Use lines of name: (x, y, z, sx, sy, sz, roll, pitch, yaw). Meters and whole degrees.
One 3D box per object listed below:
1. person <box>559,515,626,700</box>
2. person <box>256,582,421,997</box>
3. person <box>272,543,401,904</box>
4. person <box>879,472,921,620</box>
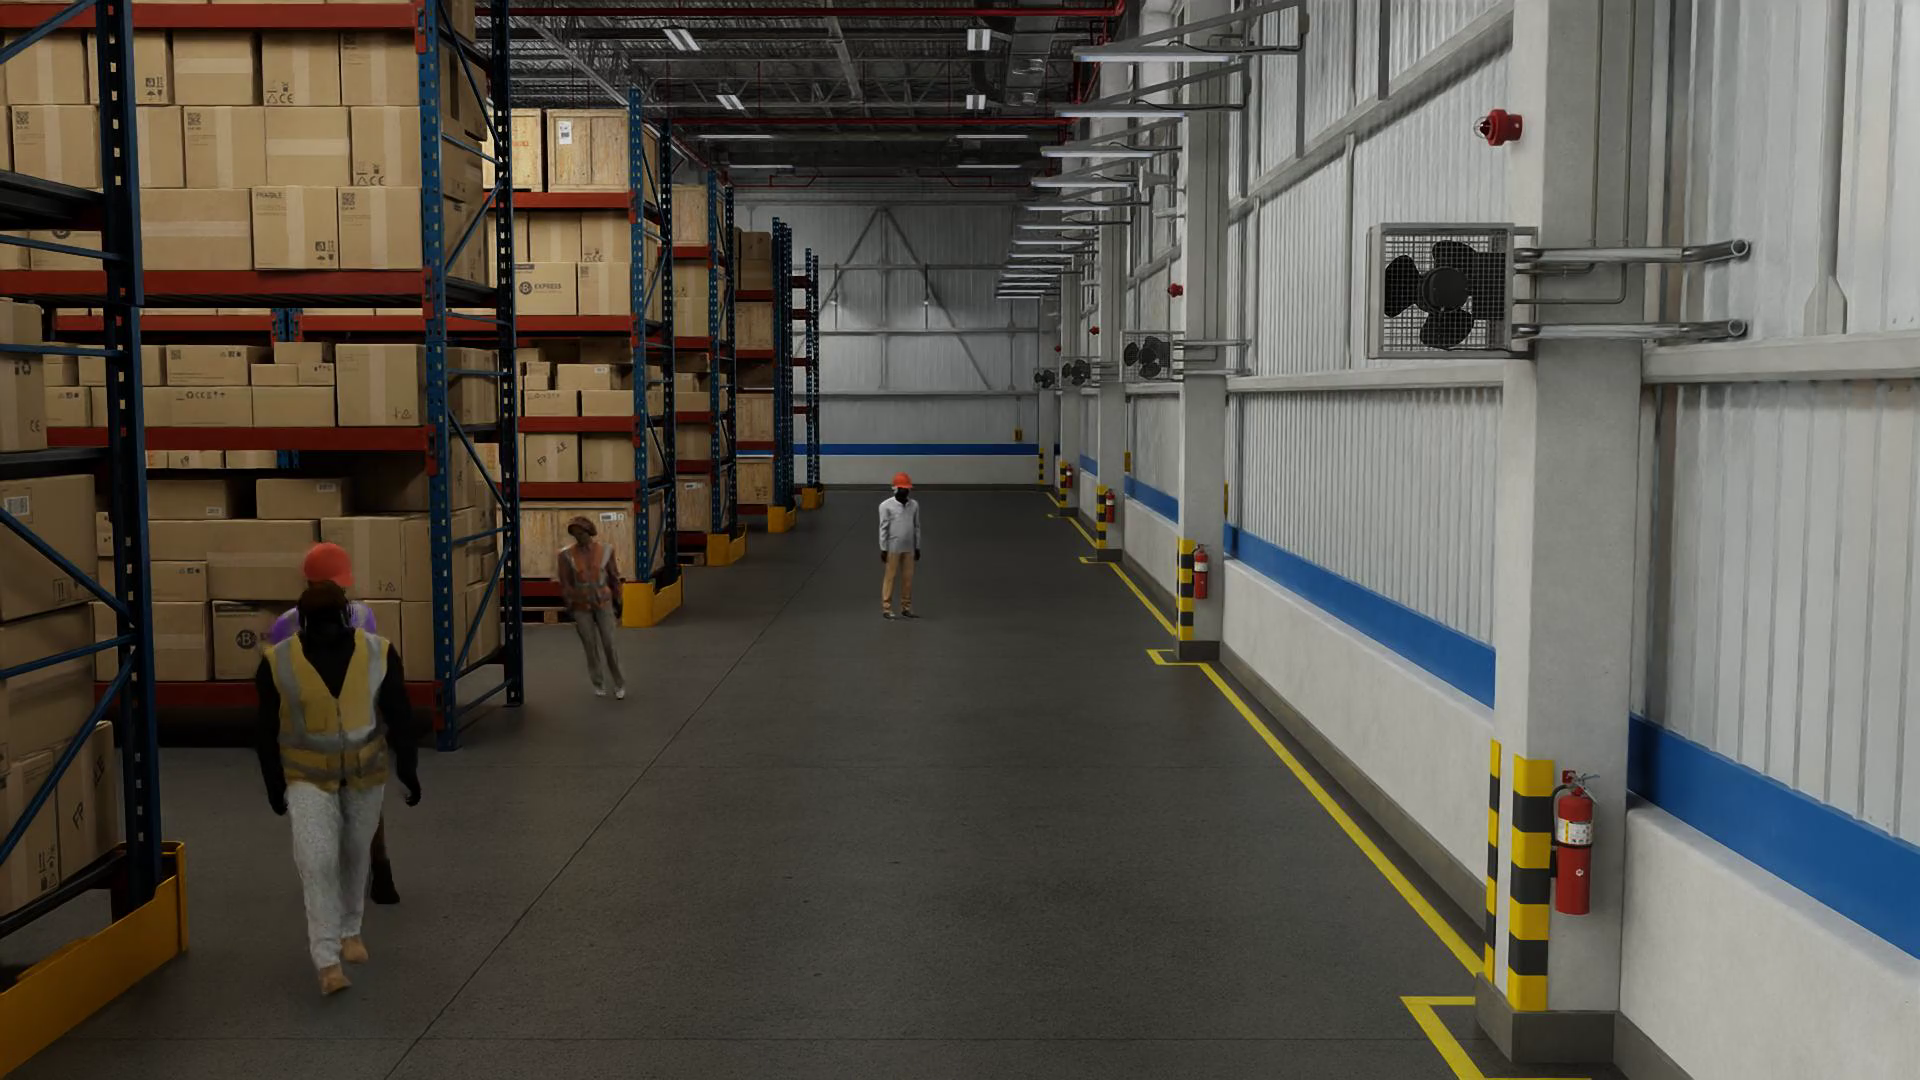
person: (-3.181, 0.591, 14.375, 0.541, 1.604, 0.639, -1, 5, -15)
person: (-2.763, 1.091, 7.443, 0.642, 1.797, 0.920, -3, 6, -30)
person: (-3.185, 0.954, 8.514, 0.581, 1.894, 0.733, -4, 7, -42)
person: (-0.689, 0.074, 19.613, 0.576, 1.743, 0.354, -4, 6, -36)
